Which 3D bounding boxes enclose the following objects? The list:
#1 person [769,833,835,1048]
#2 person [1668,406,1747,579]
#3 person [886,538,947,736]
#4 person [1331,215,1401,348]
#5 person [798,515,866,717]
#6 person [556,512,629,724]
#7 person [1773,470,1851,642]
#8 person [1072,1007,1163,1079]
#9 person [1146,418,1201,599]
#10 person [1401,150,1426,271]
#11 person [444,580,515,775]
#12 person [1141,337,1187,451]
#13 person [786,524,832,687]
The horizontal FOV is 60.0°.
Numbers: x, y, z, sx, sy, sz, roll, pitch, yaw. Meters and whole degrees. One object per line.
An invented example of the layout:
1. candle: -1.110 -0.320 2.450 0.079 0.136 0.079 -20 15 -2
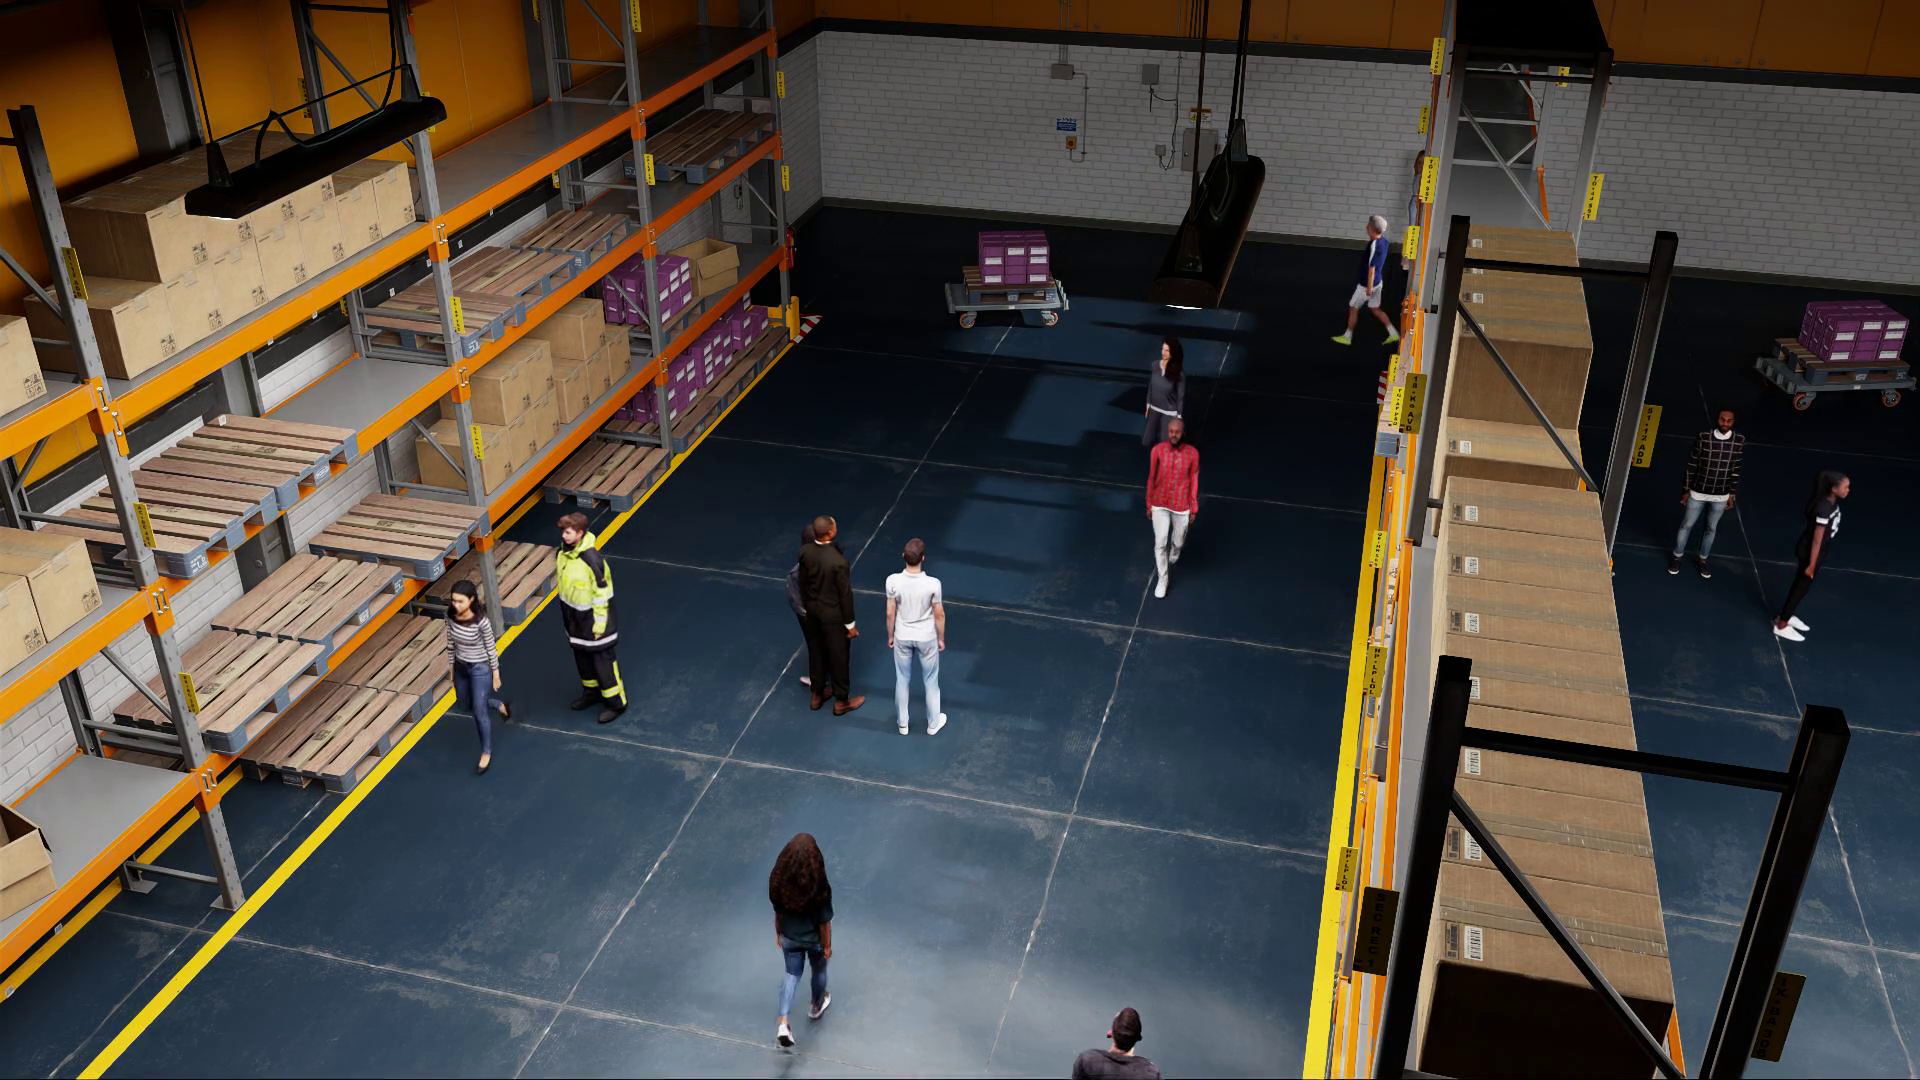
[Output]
1. person: -1.057 2.669 11.009 0.565 1.597 0.910 8 30 14
2. person: 7.471 -0.506 16.595 0.663 1.821 0.545 6 29 11
3. person: -0.375 0.832 14.111 0.670 1.851 0.577 4 29 7
4. person: 5.468 -3.360 21.841 0.874 1.808 1.142 14 32 24
5. person: -1.144 0.641 14.405 0.771 1.904 0.729 17 33 28
6. person: -3.194 0.629 14.349 0.867 1.979 0.822 21 35 33
7. person: 7.953 0.125 15.538 0.711 1.727 0.562 16 33 27
8. person: 0.841 3.419 9.402 0.741 1.818 0.997 4 29 8
9. person: 2.087 -0.387 16.394 0.711 1.805 1.047 5 29 10
10. person: 6.776 -4.912 24.698 0.670 1.797 0.479 3 29 6
11. person: -3.963 1.071 13.750 0.639 1.777 0.885 10 30 17
12. person: 2.289 -1.429 18.349 0.801 1.761 0.901 23 36 35
13. person: -1.284 0.563 14.869 0.759 1.597 0.628 11 31 20
